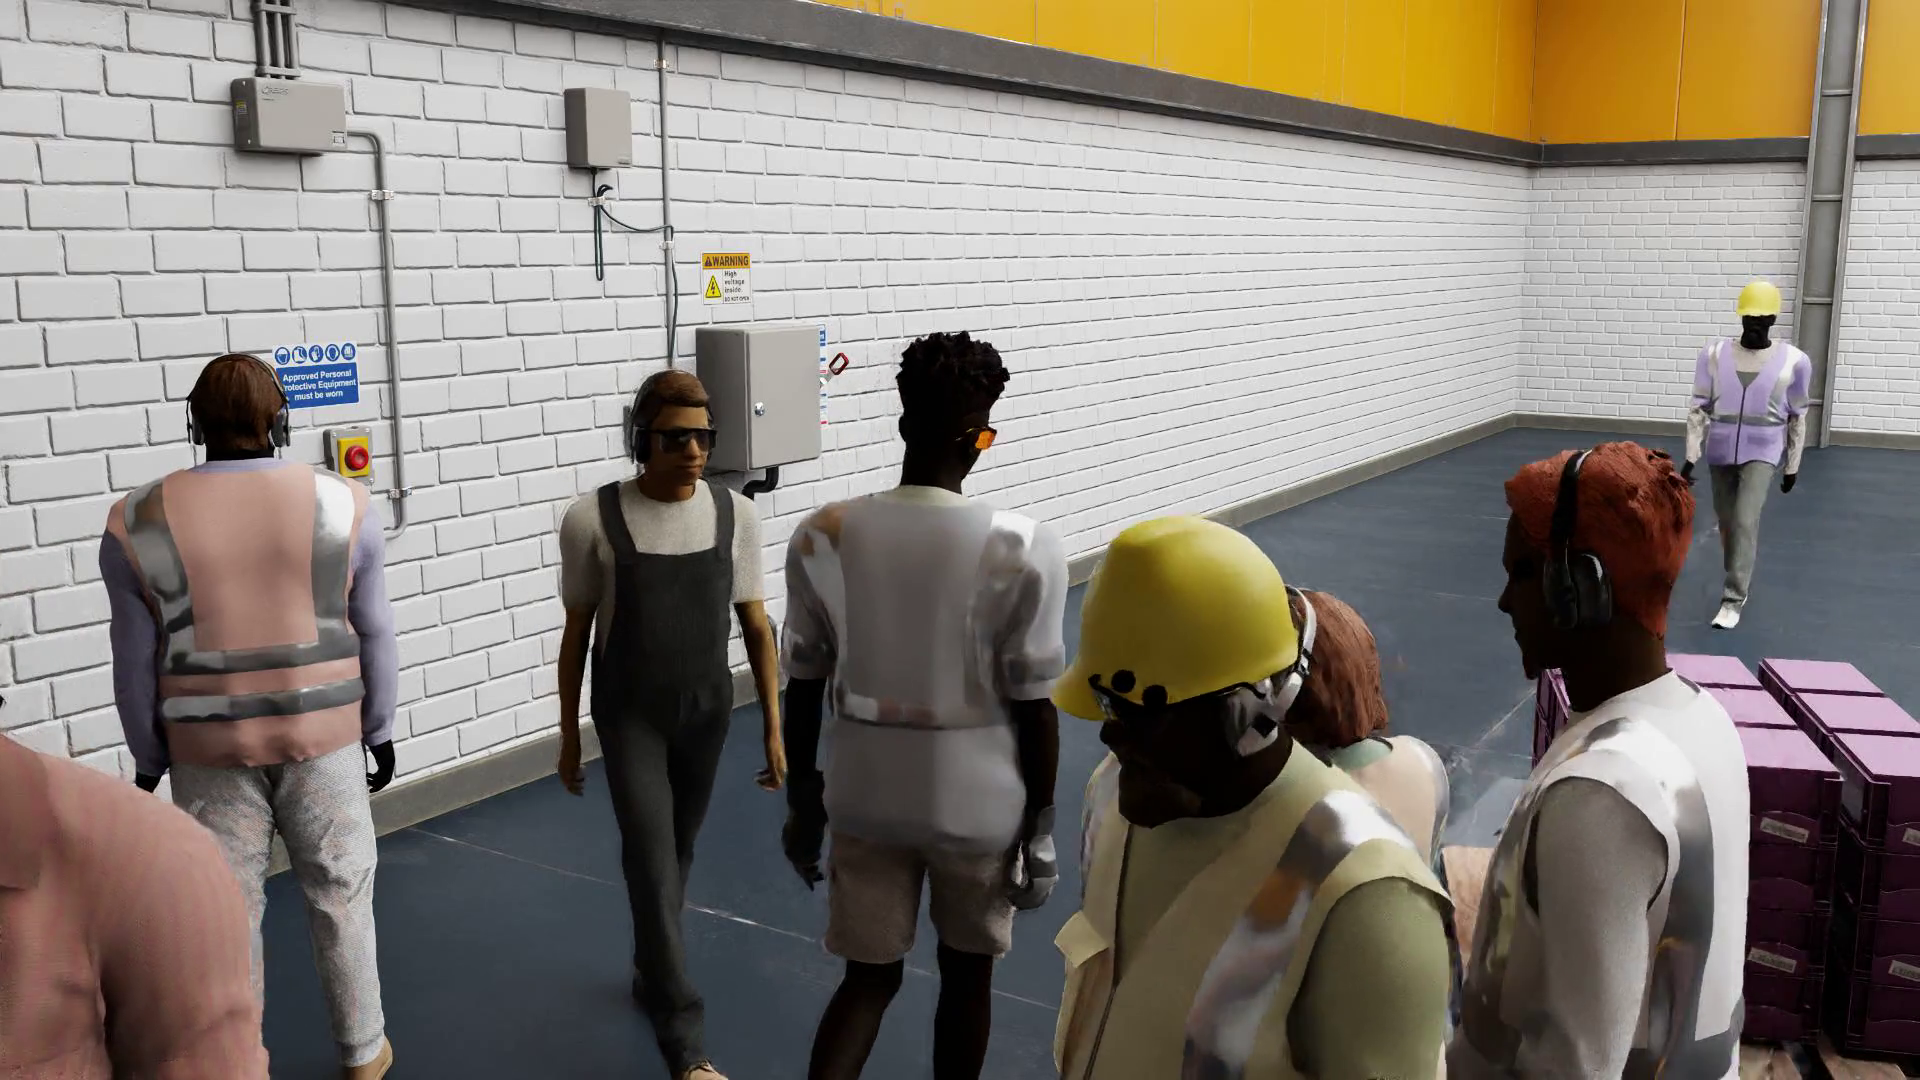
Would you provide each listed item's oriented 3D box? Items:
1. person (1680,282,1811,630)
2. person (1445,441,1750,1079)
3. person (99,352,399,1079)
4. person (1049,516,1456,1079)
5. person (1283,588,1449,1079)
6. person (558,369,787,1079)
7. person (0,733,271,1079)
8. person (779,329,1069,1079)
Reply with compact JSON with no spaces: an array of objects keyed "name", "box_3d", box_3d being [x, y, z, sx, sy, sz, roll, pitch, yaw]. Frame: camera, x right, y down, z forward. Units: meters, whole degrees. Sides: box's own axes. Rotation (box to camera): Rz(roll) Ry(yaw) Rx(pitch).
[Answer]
[{"name":"person","box_3d":[4.383,-0.495,9.275,0.586,1.886,0.984,8,13,38]},{"name":"person","box_3d":[0.818,0.809,2.079,0.547,1.868,0.590,6,12,31]},{"name":"person","box_3d":[-1.659,0.478,3.974,0.622,1.844,0.429,-4,11,-22]},{"name":"person","box_3d":[0.362,0.846,2.051,0.588,1.805,0.650,-3,11,-19]},{"name":"person","box_3d":[0.587,0.862,2.528,0.523,1.598,0.846,-7,12,-33]},{"name":"person","box_3d":[-0.703,0.472,4.157,0.525,1.787,0.986,-6,12,-30]},{"name":"person","box_3d":[-1.060,0.878,1.660,0.801,1.892,0.513,-1,10,-6]},{"name":"person","box_3d":[-0.099,0.547,3.374,0.613,1.932,0.790,3,11,15]}]
